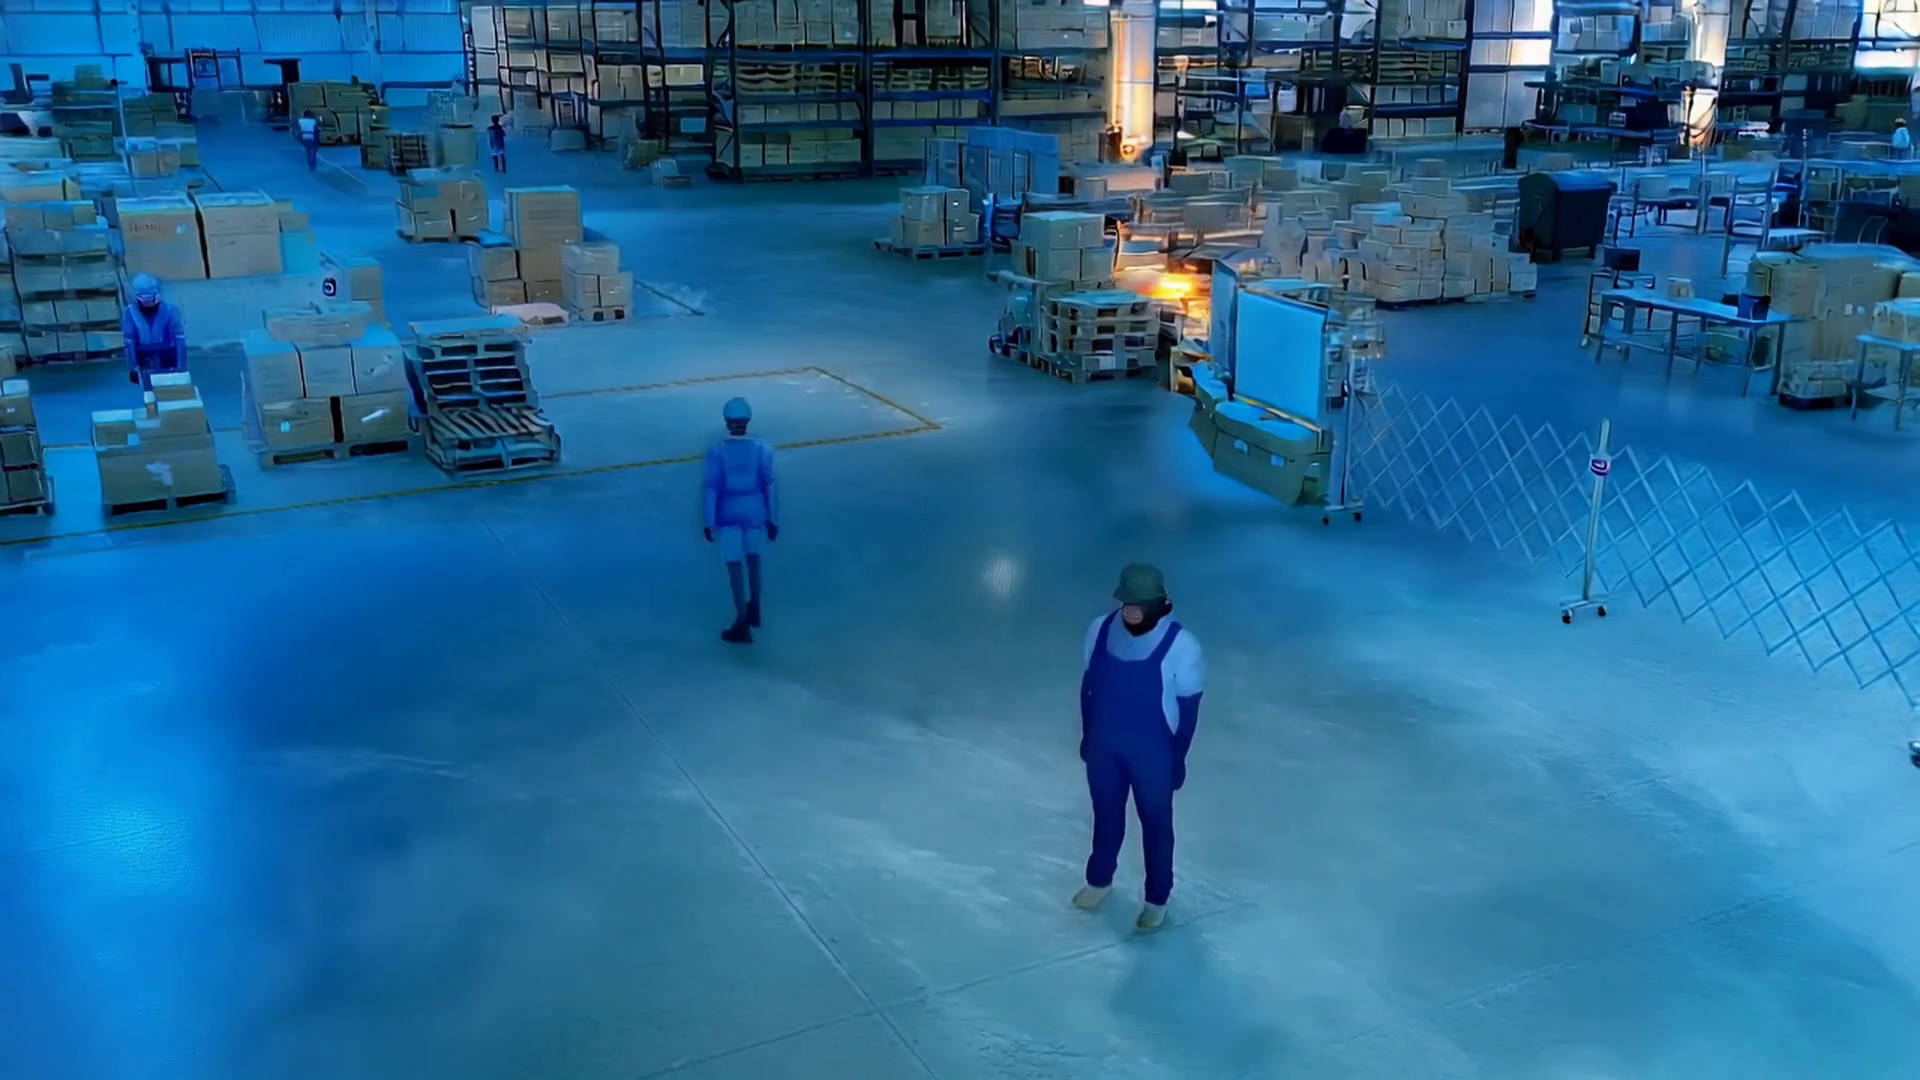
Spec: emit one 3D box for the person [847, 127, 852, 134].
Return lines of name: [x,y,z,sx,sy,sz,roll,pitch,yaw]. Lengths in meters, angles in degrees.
person: [-3.439,-12.361,50.914,0.639,1.923,0.571,-11,21,-31]

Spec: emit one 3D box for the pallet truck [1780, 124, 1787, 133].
pallet truck: [25.206,-12.542,52.601,1.601,1.201,0.680,0,18,-2]

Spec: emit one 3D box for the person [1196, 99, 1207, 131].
person: [8.968,-15.641,61.364,0.585,1.789,0.987,-6,19,-19]

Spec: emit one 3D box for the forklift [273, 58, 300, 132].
forklift: [-26.251,-17.613,65.743,1.873,2.768,1.129,-9,20,-26]

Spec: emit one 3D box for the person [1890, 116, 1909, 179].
person: [25.392,-10.461,44.965,0.615,1.933,0.545,-12,21,-33]

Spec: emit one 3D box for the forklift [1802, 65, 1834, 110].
forklift: [29.649,-15.030,57.691,1.129,2.768,1.873,-9,20,-27]

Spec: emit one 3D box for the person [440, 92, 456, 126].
person: [-18.170,-14.992,59.212,0.646,1.866,1.063,-13,22,-35]

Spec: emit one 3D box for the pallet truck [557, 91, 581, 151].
pallet truck: [-13.495,-14.412,57.188,0.823,1.965,1.885,-3,18,-9]

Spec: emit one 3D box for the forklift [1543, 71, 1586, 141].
forklift: [18.685,-13.231,52.085,1.873,2.768,1.129,-9,20,-26]

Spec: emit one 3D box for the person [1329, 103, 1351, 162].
person: [12.143,-12.831,52.513,1.007,1.840,0.686,-2,18,-7]

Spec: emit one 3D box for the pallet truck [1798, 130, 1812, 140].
pallet truck: [25.526,-11.556,49.408,1.630,1.274,0.653,-9,20,-26]

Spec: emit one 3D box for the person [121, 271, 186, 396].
person: [-8.766,-1.918,18.164,0.608,2.044,0.370,-5,19,-16]

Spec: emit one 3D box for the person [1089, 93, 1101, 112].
person: [5.394,-17.127,66.253,0.532,1.609,0.589,-9,20,-26]

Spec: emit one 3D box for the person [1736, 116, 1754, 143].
person: [23.123,-11.657,49.085,0.532,1.696,0.319,-1,18,-2]

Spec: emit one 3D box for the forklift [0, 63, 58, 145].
forklift: [-33.566,-15.610,59.499,1.873,2.768,1.129,-9,20,-26]

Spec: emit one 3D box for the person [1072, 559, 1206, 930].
person: [0.907,1.078,8.826,0.683,2.000,0.537,11,21,30]

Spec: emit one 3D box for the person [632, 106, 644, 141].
person: [-11.698,-15.237,59.847,0.663,1.940,0.622,-10,20,-29]

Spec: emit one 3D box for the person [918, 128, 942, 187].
person: [-0.771,-10.278,44.859,0.865,1.651,0.545,6,19,17]

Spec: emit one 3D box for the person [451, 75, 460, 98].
person: [-21.687,-19.041,71.707,0.462,1.954,0.638,-12,21,-33]

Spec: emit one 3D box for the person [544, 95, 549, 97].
person: [-16.596,-17.483,67.381,0.672,1.611,0.543,-7,19,-20]

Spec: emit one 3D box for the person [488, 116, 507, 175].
person: [-13.609,-11.616,48.957,0.540,1.696,0.316,-9,20,-27]

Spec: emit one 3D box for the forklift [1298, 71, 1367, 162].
forklift: [11.893,-13.408,52.634,1.129,2.768,1.873,-15,23,-39]

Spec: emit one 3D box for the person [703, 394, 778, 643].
person: [-1.695,-0.162,12.953,0.566,1.908,0.653,-8,19,-23]

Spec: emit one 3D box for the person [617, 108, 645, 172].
person: [-9.912,-11.987,49.835,0.885,1.874,0.644,3,18,11]

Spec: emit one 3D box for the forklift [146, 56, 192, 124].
forklift: [-32.961,-18.471,68.420,1.873,2.768,1.129,-1,18,-2]

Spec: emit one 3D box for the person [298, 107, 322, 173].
person: [-19.363,-11.946,49.662,0.620,1.890,0.738,1,18,2]
